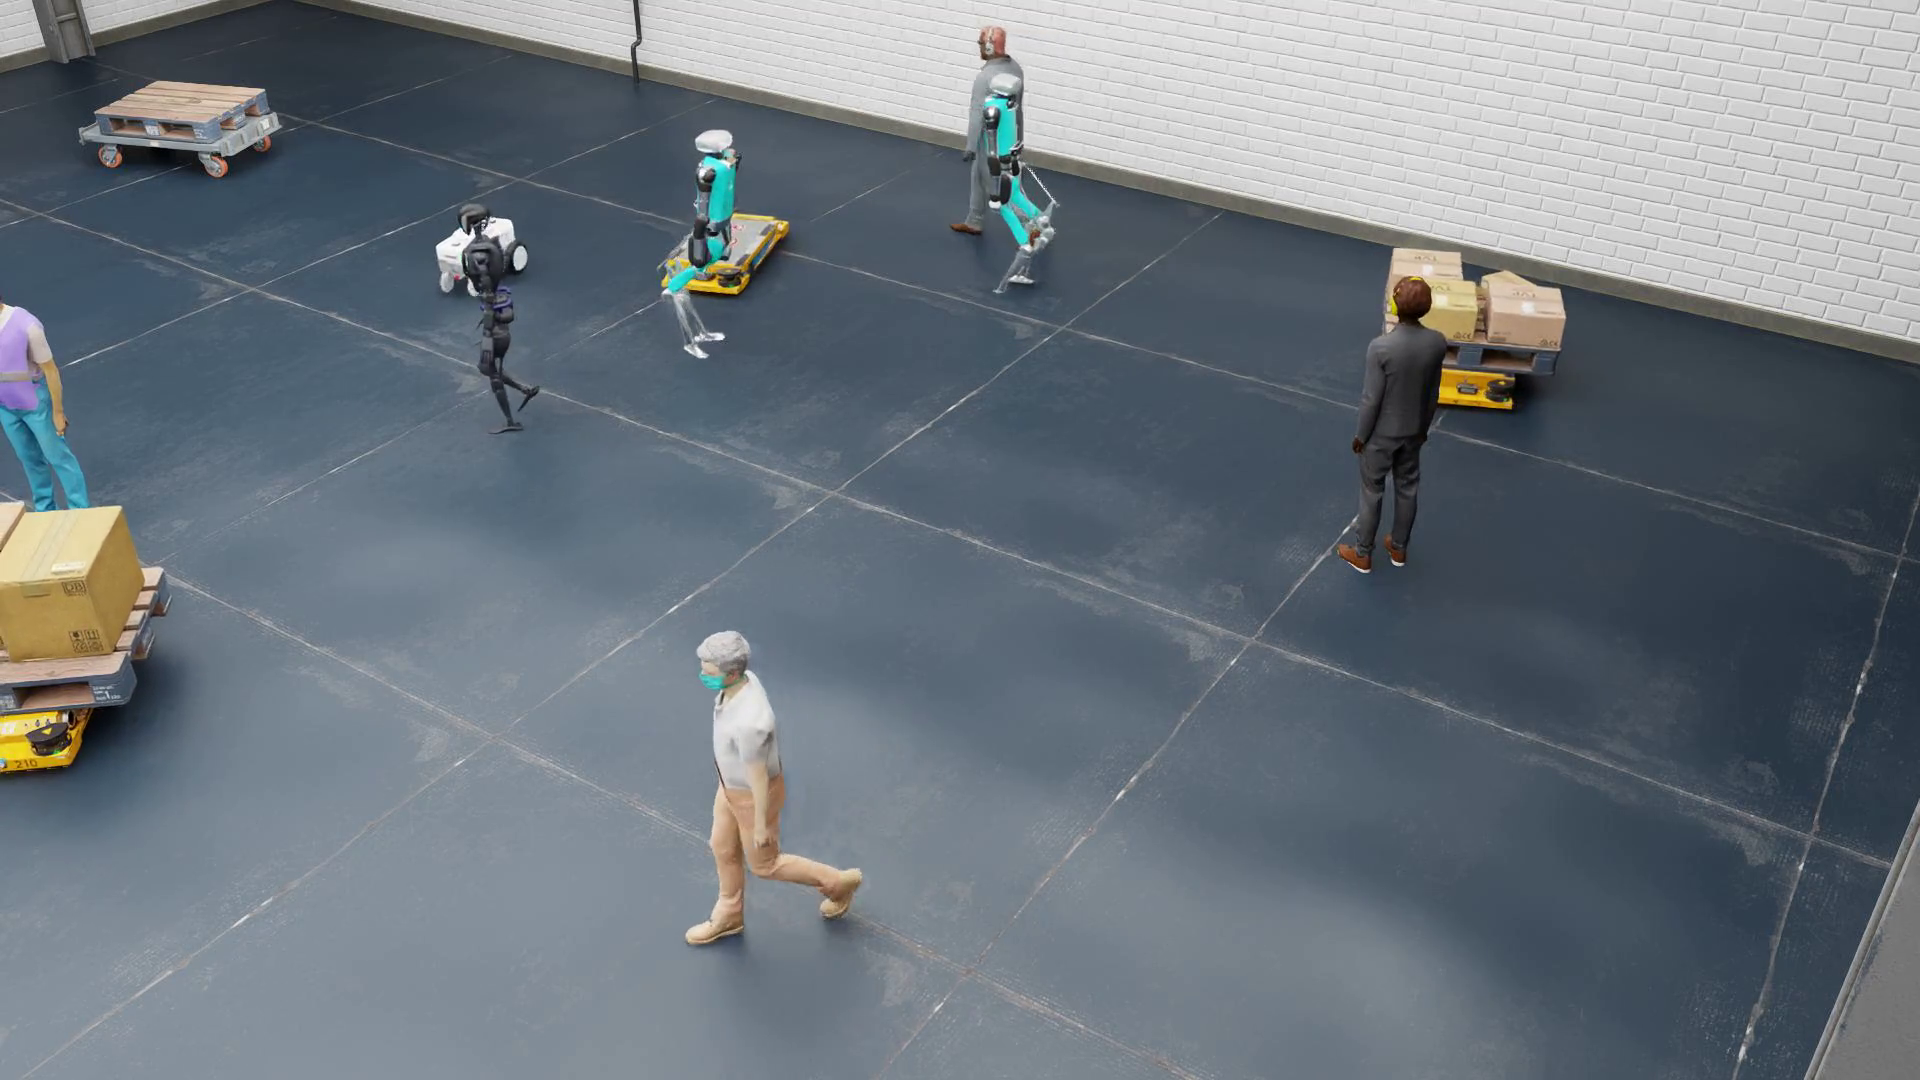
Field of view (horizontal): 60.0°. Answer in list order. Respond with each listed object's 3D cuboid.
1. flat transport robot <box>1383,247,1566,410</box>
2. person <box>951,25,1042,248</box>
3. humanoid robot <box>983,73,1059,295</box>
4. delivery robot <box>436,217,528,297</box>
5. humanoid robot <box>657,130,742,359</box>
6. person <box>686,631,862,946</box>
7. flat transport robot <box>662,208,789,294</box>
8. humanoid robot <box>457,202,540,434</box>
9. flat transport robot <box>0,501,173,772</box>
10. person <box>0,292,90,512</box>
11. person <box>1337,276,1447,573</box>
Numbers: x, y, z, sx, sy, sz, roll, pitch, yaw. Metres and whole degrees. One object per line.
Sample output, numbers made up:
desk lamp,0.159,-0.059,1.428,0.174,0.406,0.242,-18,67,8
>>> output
flat transport robot,3.759,-1.396,12.428,0.659,0.231,1.431,7,33,10
person,0.346,-3.394,14.061,0.925,1.859,0.649,14,35,20
humanoid robot,0.525,-2.798,13.239,0.681,1.787,0.536,11,34,16
delivery robot,-3.968,-2.389,13.710,0.499,0.595,0.781,11,34,17
humanoid robot,-1.974,-2.177,12.283,0.770,1.762,0.538,11,34,16
person,-0.857,1.076,7.248,0.751,1.716,0.478,-11,34,-17
flat transport robot,-1.971,-2.462,14.087,0.659,0.231,1.431,7,33,10
humanoid robot,-3.129,-1.490,11.277,0.407,1.648,0.613,-8,34,-13
flat transport robot,-5.024,0.746,9.095,0.659,0.231,1.431,-5,33,-7
person,-5.658,-0.826,10.082,0.563,1.847,0.396,9,34,14
person,2.555,-0.662,9.802,0.501,1.873,0.338,-8,34,-12
